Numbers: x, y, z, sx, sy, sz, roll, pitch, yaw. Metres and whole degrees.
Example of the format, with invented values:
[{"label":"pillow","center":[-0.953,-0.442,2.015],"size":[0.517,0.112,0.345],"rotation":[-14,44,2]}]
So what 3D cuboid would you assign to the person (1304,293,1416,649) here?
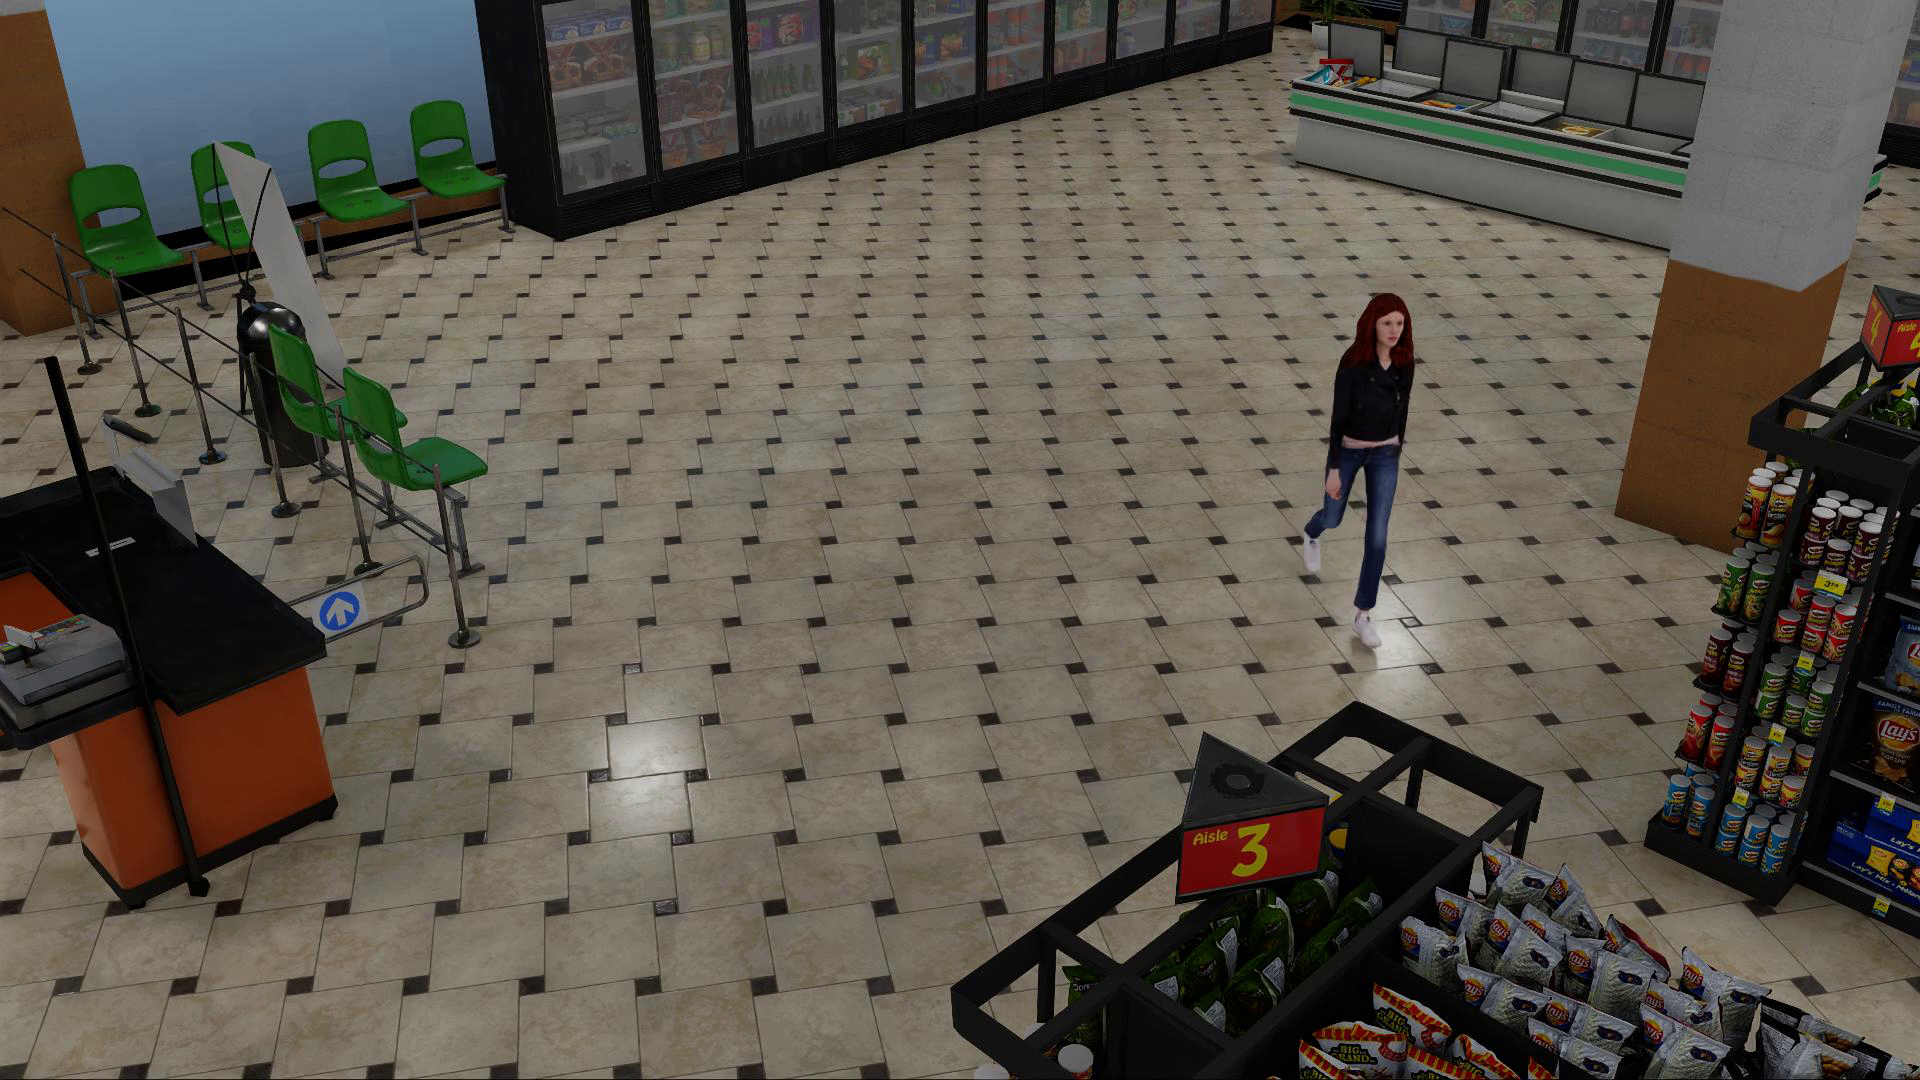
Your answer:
[{"label":"person","center":[1.972,-0.403,8.344],"size":[1.064,1.759,1.187],"rotation":[-3,29,-5]}]
